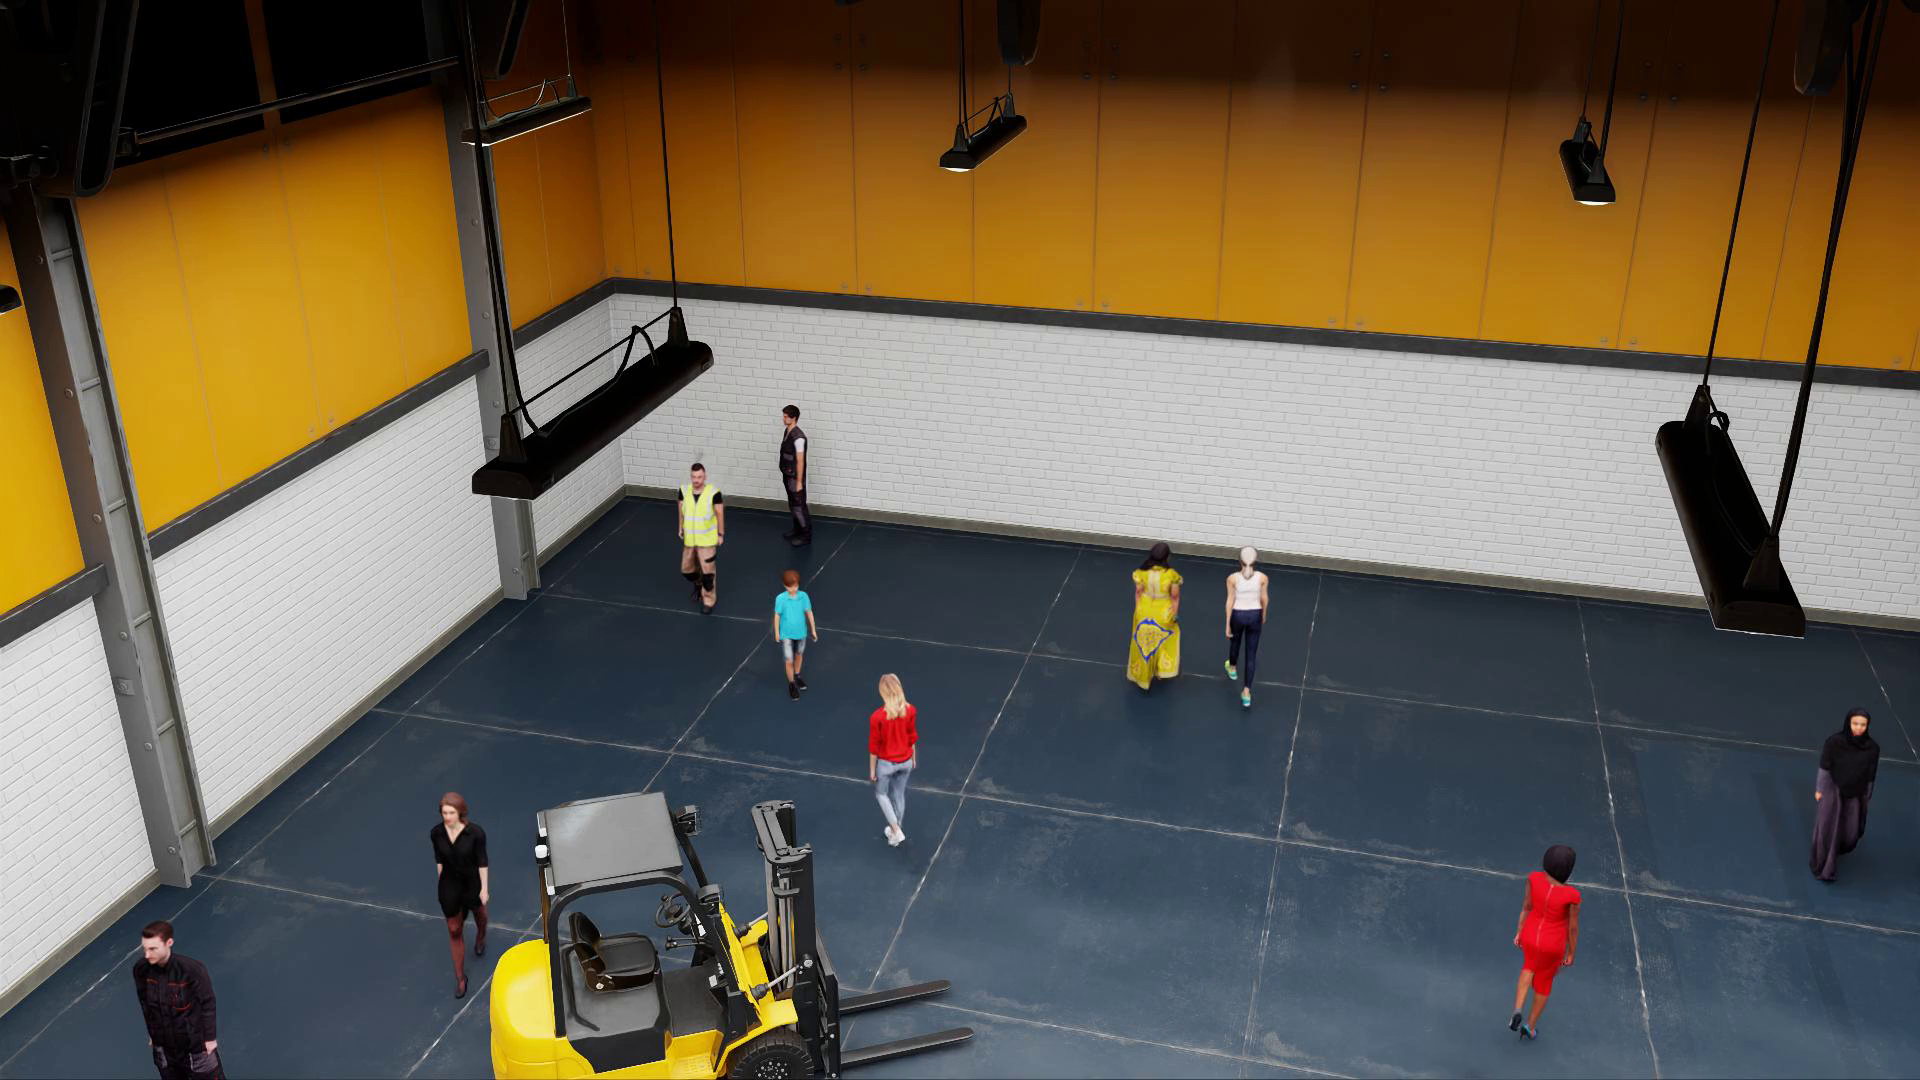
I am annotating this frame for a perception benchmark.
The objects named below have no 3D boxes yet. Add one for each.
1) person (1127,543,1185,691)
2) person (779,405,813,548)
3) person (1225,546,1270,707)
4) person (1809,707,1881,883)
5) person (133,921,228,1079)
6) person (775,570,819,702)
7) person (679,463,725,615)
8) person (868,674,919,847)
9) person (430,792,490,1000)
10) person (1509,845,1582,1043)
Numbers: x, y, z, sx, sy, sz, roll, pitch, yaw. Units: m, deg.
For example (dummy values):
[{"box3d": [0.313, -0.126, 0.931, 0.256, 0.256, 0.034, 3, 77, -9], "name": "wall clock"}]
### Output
[{"box3d": [2.047, 0.840, 17.465, 0.748, 1.643, 0.924, 4, 24, 8], "name": "person"}, {"box3d": [-2.076, -0.839, 21.053, 0.803, 1.846, 0.718, -10, 25, -21], "name": "person"}, {"box3d": [2.986, 0.914, 17.275, 0.715, 1.659, 1.131, 3, 24, 6], "name": "person"}, {"box3d": [7.701, 2.160, 14.488, 0.632, 1.608, 0.856, 8, 25, 18], "name": "person"}, {"box3d": [-5.287, 3.389, 11.296, 0.720, 1.914, 0.635, 3, 24, 6], "name": "person"}, {"box3d": [-1.783, 0.929, 17.526, 0.740, 1.430, 0.806, -14, 27, -29], "name": "person"}, {"box3d": [-2.998, -0.063, 19.290, 0.742, 1.836, 0.773, 4, 24, 9], "name": "person"}, {"box3d": [-0.562, 2.010, 14.723, 0.822, 1.696, 0.883, -10, 26, -22], "name": "person"}, {"box3d": [-3.905, 2.701, 13.187, 0.801, 1.660, 1.133, -1, 24, -2], "name": "person"}, {"box3d": [4.283, 3.038, 12.328, 0.734, 1.730, 0.792, 21, 31, 39], "name": "person"}]
